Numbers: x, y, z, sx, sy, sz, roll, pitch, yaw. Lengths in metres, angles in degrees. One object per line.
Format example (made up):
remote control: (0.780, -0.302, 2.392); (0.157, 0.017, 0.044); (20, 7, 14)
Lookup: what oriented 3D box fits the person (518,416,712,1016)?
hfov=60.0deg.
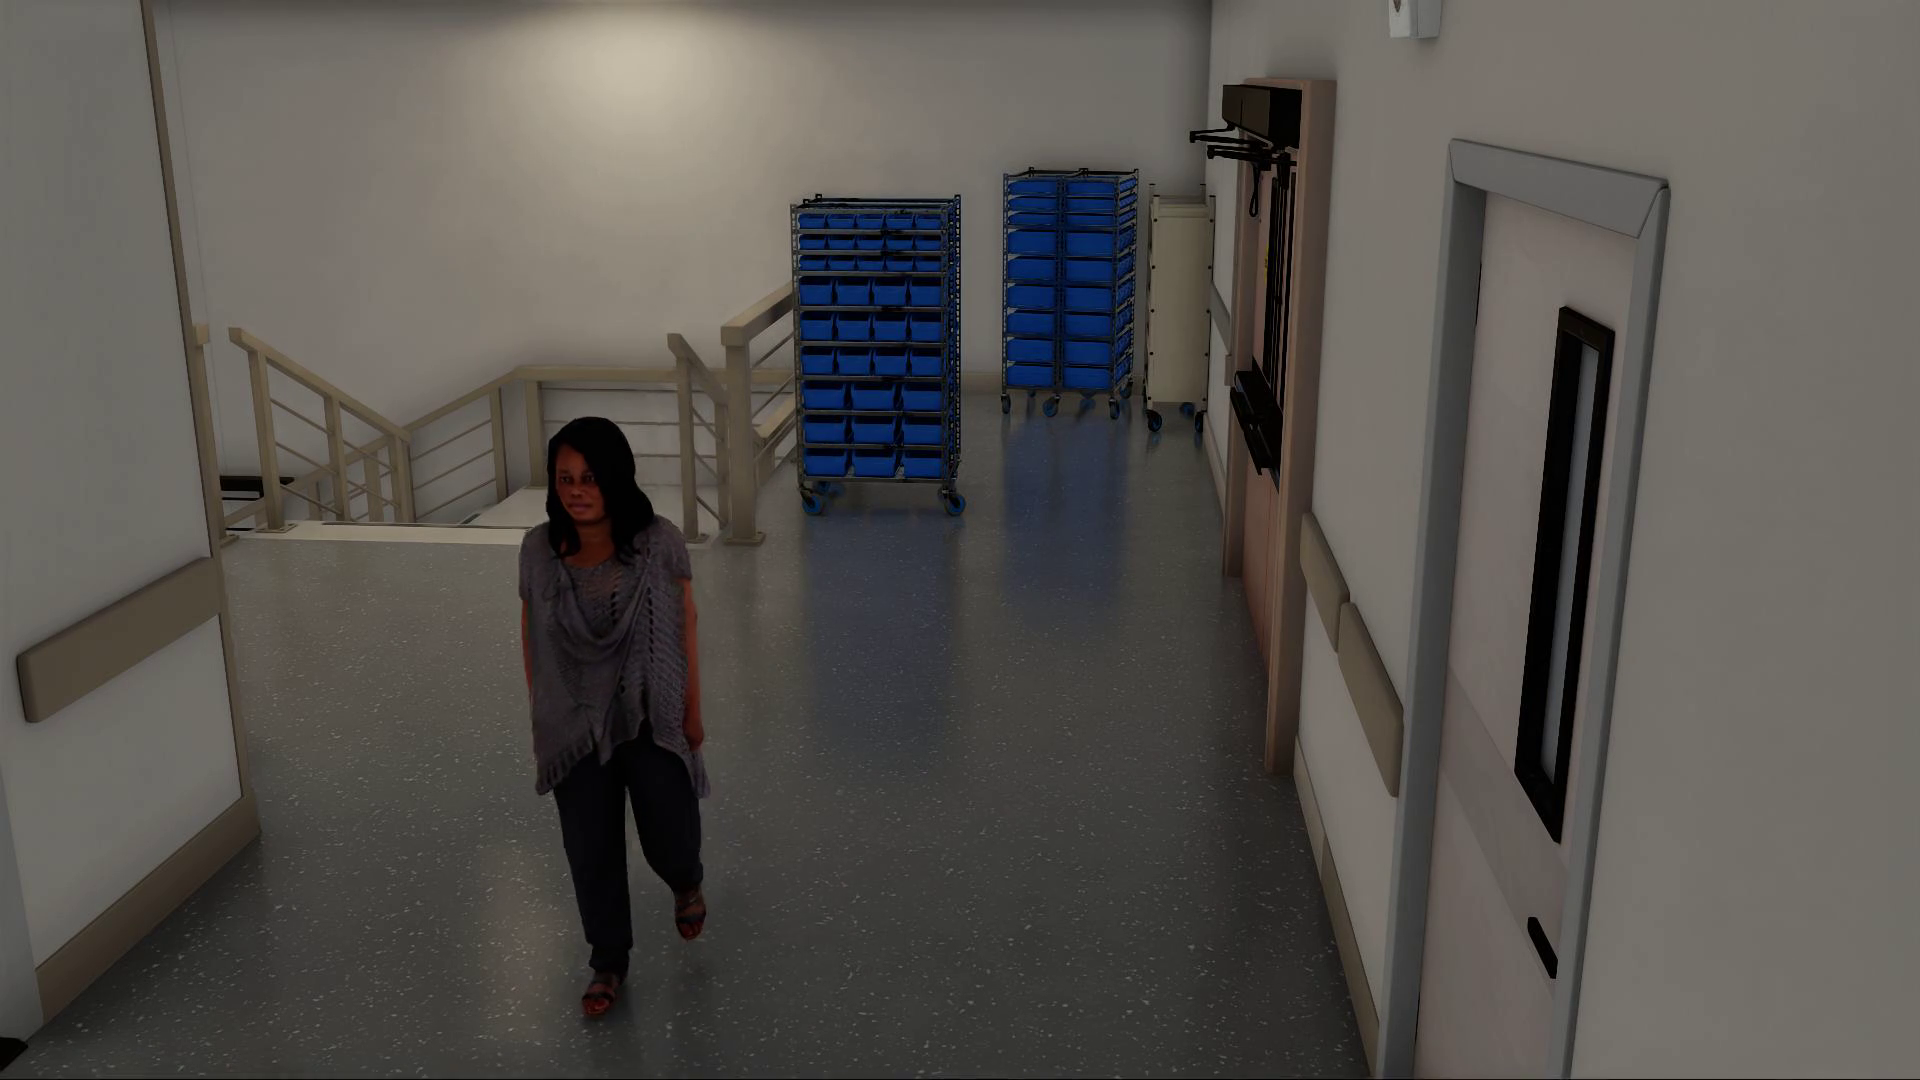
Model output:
person: (-0.902, 0.441, 4.482); (0.666, 1.597, 0.779); (0, 16, 0)
